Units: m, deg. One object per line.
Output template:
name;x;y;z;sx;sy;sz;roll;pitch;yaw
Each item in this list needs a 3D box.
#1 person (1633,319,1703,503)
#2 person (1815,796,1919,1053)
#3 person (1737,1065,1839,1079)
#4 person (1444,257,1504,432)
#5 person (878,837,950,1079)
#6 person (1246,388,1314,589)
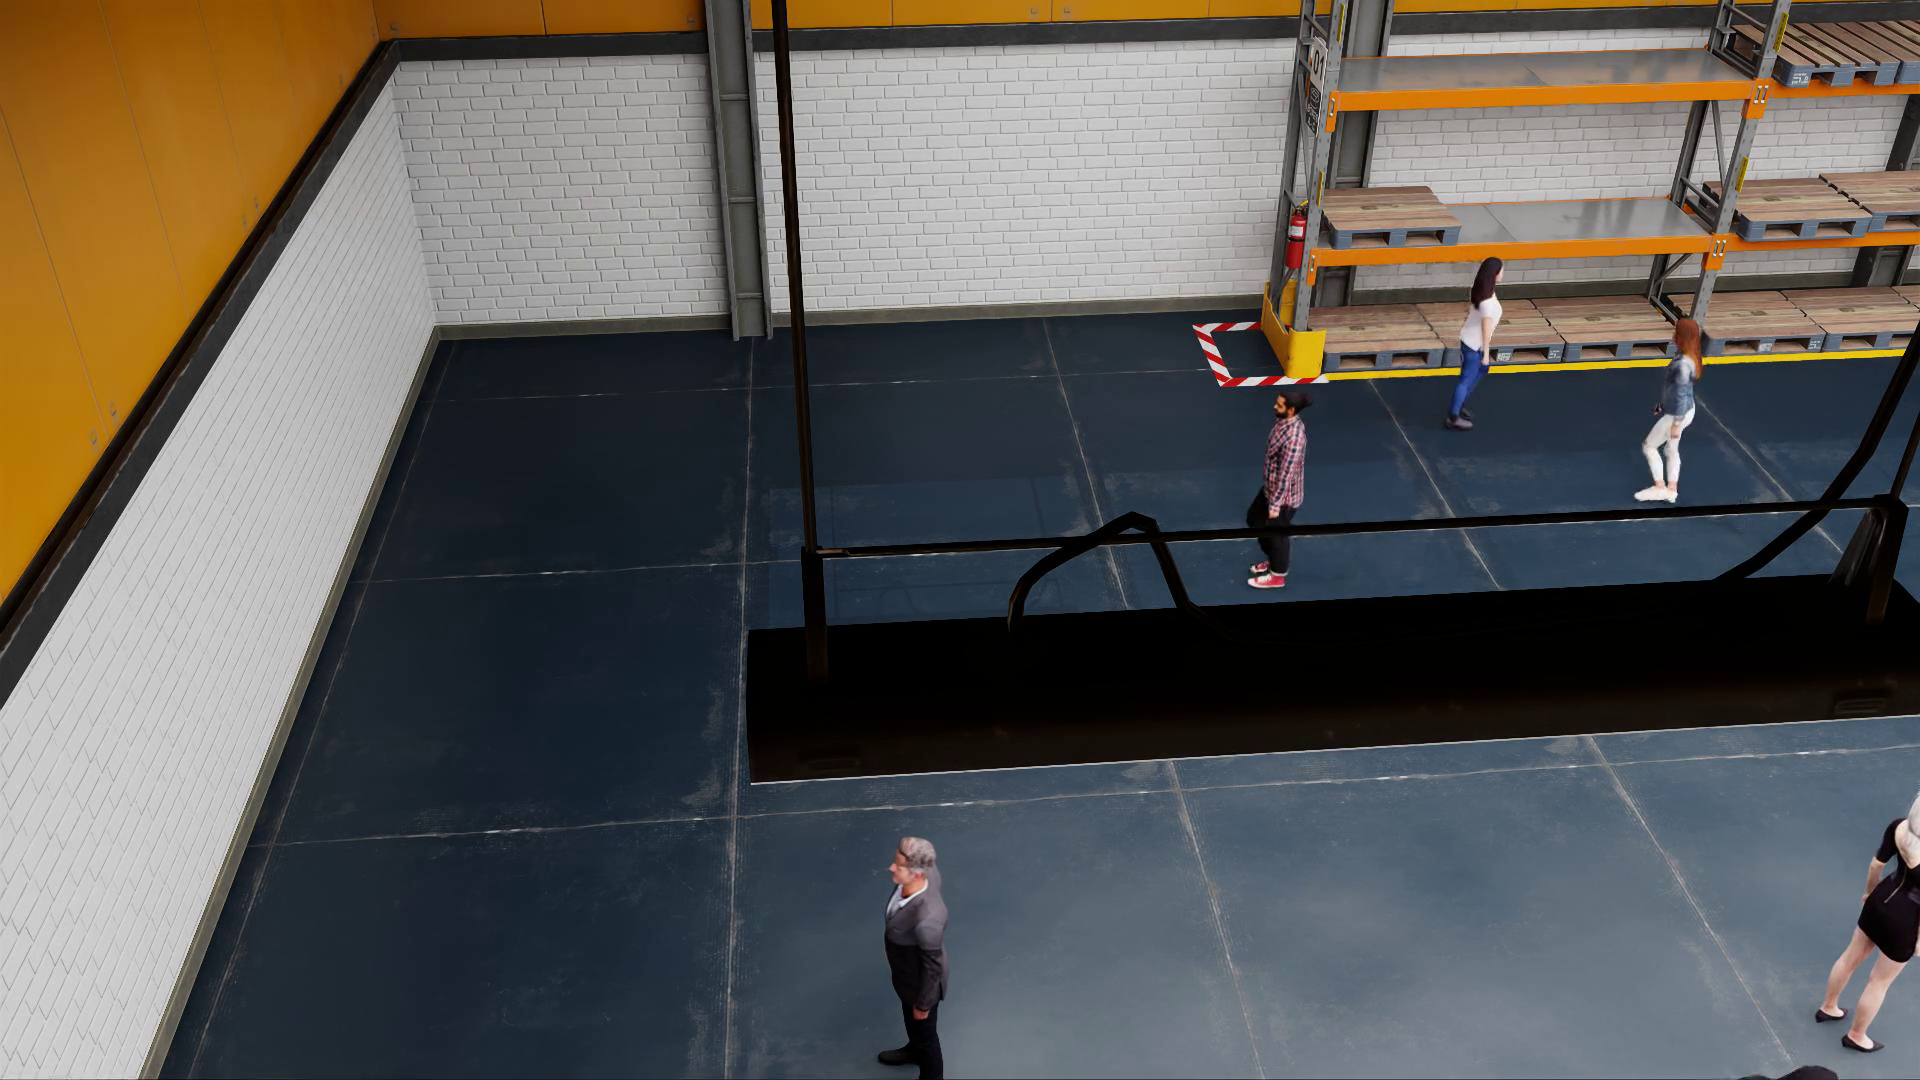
person;6.052;-1.022;13.855;0.794;1.681;0.781;17;37;23
person;5.089;2.061;9.081;0.554;1.831;0.621;-8;34;-12
person;3.668;2.976;7.822;0.789;1.700;0.825;-11;35;-16
person;4.527;-1.737;14.941;0.612;1.668;0.658;2;34;2
person;-0.233;2.258;8.774;0.634;1.842;0.740;-7;34;-10
person;2.548;-0.381;12.828;0.594;1.749;0.679;-2;34;-2
